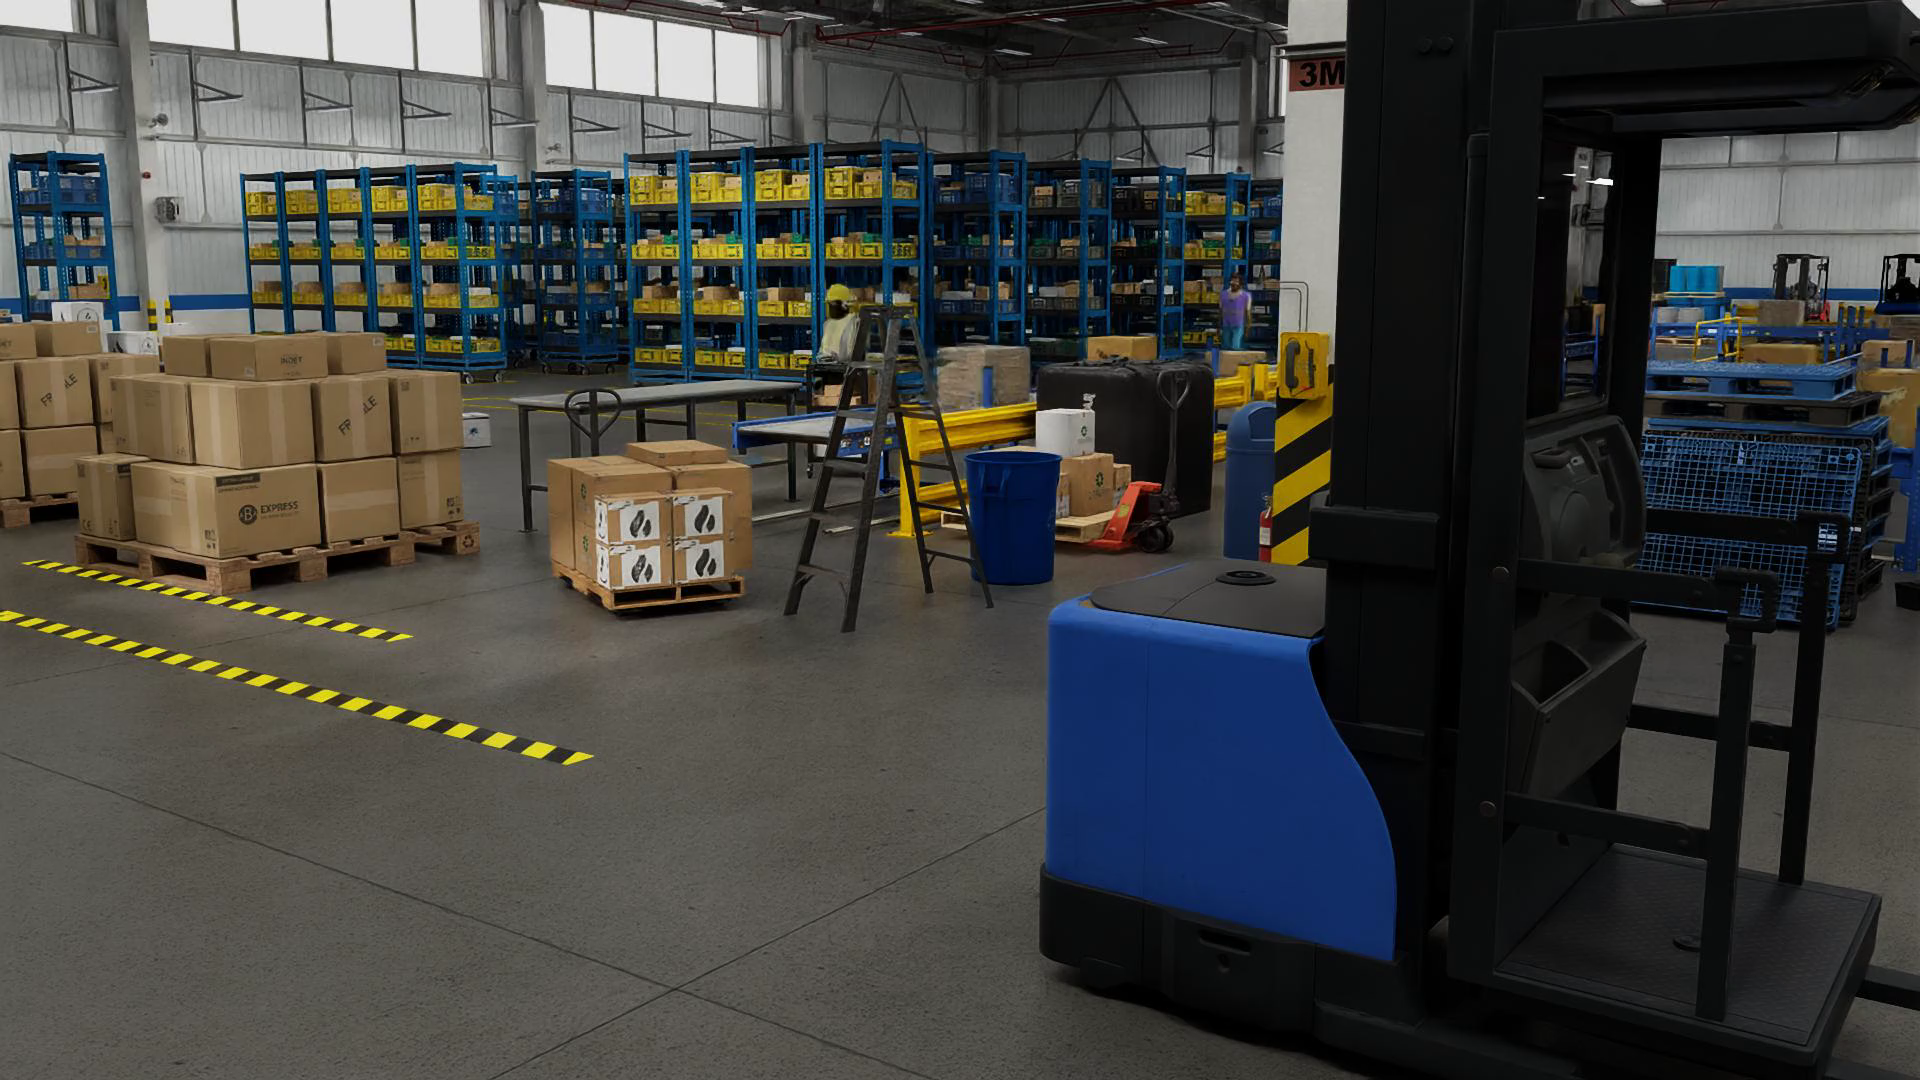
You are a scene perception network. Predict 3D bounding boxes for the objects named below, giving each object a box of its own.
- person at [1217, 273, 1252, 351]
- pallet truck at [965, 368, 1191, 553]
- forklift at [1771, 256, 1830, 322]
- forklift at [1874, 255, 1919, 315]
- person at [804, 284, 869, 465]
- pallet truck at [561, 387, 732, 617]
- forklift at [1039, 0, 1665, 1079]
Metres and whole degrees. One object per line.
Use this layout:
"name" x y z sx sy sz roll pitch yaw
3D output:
"person" 4.634 -3.585 28.025 0.583 1.825 0.581 7 12 34
"pallet truck" 0.845 -0.609 11.869 1.630 1.274 0.653 7 12 35
"forklift" 20.253 -5.854 40.139 1.157 1.987 2.680 7 12 35
"forklift" 22.089 -5.634 38.796 1.157 1.987 2.680 6 11 33
"person" -1.247 -1.626 16.471 0.911 1.786 0.618 -8 12 -39
"pallet truck" -1.981 -0.274 10.088 0.680 1.201 1.601 -5 11 -28
"forklift" 1.249 -0.137 4.360 1.873 2.768 1.129 7 12 35
